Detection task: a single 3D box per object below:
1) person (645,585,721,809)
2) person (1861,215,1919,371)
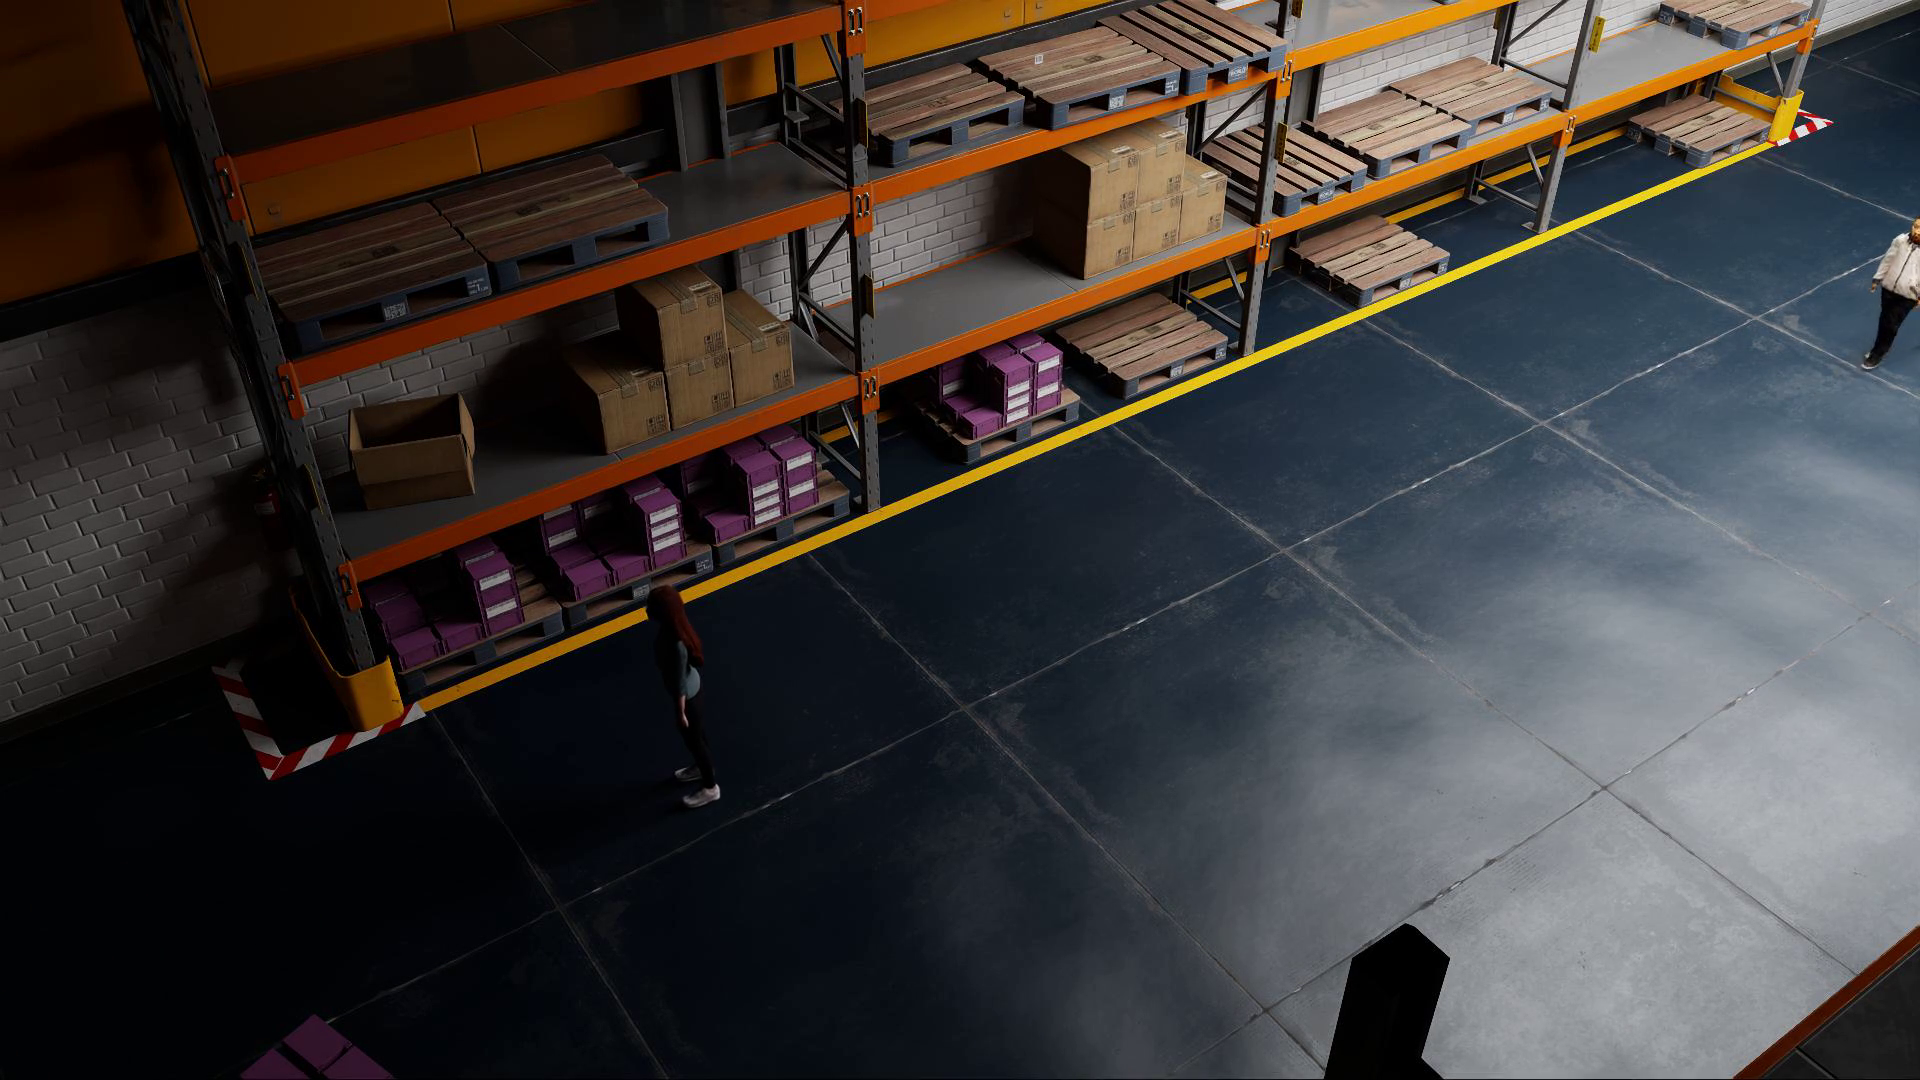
[{"bbox_3d":[-1.704,0.955,10.284,0.642,1.739,0.642,-8,39,-10],"label":"person"},{"bbox_3d":[8.244,-2.207,14.481,0.690,1.443,0.613,-21,43,-25],"label":"person"}]
